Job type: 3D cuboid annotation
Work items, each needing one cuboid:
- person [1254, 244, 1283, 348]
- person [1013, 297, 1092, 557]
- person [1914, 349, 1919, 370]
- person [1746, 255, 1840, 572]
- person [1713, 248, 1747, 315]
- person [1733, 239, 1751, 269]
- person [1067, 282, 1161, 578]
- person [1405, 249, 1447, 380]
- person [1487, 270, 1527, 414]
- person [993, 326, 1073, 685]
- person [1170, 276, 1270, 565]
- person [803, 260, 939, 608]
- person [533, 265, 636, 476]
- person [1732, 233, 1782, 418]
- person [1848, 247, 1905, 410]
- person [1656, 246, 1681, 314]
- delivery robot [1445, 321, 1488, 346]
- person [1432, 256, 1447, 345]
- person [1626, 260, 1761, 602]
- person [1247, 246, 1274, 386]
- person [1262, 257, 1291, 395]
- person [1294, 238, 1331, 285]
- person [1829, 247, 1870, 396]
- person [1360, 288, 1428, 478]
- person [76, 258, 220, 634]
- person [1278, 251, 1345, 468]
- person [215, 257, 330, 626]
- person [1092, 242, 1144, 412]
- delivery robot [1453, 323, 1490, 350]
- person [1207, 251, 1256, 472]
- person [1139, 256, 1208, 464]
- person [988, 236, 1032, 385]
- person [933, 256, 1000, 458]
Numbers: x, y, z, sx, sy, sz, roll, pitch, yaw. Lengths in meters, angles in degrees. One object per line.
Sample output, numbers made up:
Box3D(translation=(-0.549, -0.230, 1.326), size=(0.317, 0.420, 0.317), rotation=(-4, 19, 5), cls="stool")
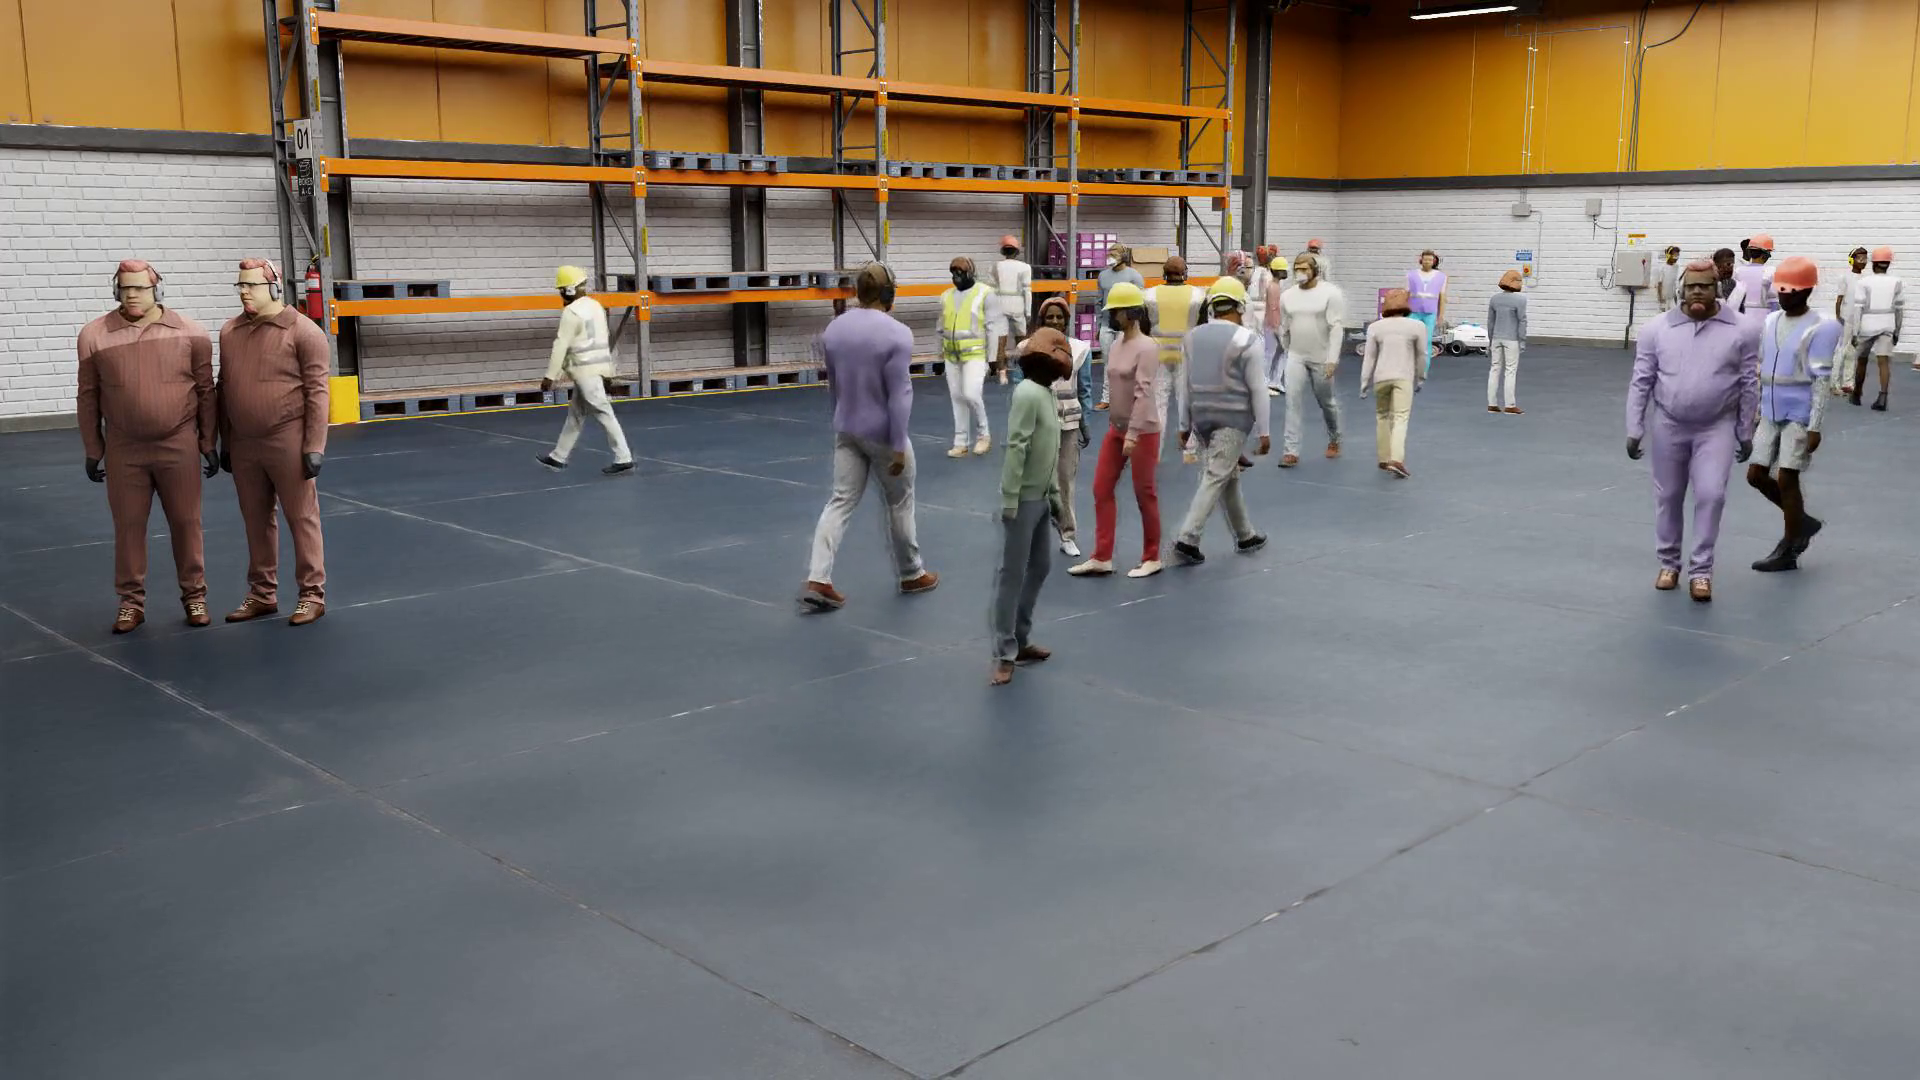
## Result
Box3D(translation=(5.481, -4.314, 29.538), size=(0.653, 1.868, 0.435), rotation=(9, 13, 39), cls="person")
Box3D(translation=(0.577, -0.705, 10.485), size=(0.511, 1.641, 0.307), rotation=(-1, 10, -8), cls="person")
Box3D(translation=(14.668, -3.386, 24.601), size=(0.561, 1.818, 0.959), rotation=(-9, 14, -40), cls="person")
Box3D(translation=(5.024, -0.753, 10.023), size=(0.546, 1.905, 0.586), rotation=(-4, 11, -19), cls="person")
Box3D(translation=(7.572, -1.981, 16.739), size=(0.598, 1.905, 0.505), rotation=(-2, 11, -11), cls="person")
Box3D(translation=(13.044, -4.032, 27.730), size=(0.369, 1.967, 0.601), rotation=(10, 14, 43), cls="person")
Box3D(translation=(0.972, -0.628, 9.780), size=(0.566, 1.744, 0.559), rotation=(-6, 12, -28), cls="person")
Box3D(translation=(6.510, -3.165, 23.372), size=(0.599, 1.830, 0.440), rotation=(3, 11, 14), cls="person")
Box3D(translation=(6.221, -2.250, 18.923), size=(0.287, 1.632, 0.501), rotation=(-7, 13, -34), cls="person")
Box3D(translation=(0.326, -0.166, 7.628), size=(0.321, 1.610, 0.635), rotation=(3, 11, 17), cls="person")
Box3D(translation=(1.629, -0.740, 10.336), size=(0.963, 1.783, 0.614), rotation=(-9, 14, -40), cls="person")
Box3D(translation=(-0.517, -0.575, 9.098), size=(0.647, 1.895, 1.003), rotation=(7, 13, 35), cls="person")
Box3D(translation=(-3.186, -1.414, 14.018), size=(0.961, 1.773, 0.611), rotation=(2, 11, 9), cls="person")
Box3D(translation=(8.748, -2.346, 18.327), size=(0.378, 2.045, 0.605), rotation=(-8, 13, -38), cls="person")
Box3D(translation=(10.742, -2.479, 19.487), size=(0.559, 1.890, 1.014), rotation=(2, 11, 13), cls="person")
Box3D(translation=(12.031, -4.069, 28.288), size=(0.560, 1.833, 0.457), rotation=(-5, 12, -27), cls="person")
Box3D(translation=(8.610, -3.488, 28.365), size=(0.707, 0.478, 0.477), rotation=(-1, 10, -8), cls="delivery robot")
Box3D(translation=(8.574, -4.290, 29.910), size=(0.546, 1.683, 0.538), rotation=(-2, 11, -8), cls="person")
Box3D(translation=(4.059, -0.602, 9.266), size=(0.669, 1.878, 0.796), rotation=(5, 12, 27), cls="person")
Box3D(translation=(3.997, -2.930, 21.955), size=(0.355, 1.883, 0.575), rotation=(-4, 11, -22), cls="person")
Box3D(translation=(4.030, -2.693, 21.005), size=(0.512, 1.747, 0.557), rotation=(4, 11, 20), cls="person")
Box3D(translation=(6.145, -4.286, 29.093), size=(0.688, 1.974, 0.548), rotation=(5, 11, 25), cls="person")
Box3D(translation=(11.312, -2.762, 21.072), size=(0.535, 1.869, 0.314), rotation=(-4, 11, -20), cls="person")
Box3D(translation=(3.657, -1.338, 14.087), size=(0.519, 1.585, 0.774), rotation=(4, 11, 22), cls="person")
Box3D(translation=(-4.143, -0.477, 8.520), size=(0.651, 1.904, 0.403), rotation=(-4, 11, -22), cls="person")
Box3D(translation=(3.134, -1.609, 14.762), size=(0.638, 1.897, 1.034), rotation=(7, 12, 32), cls="person")
Box3D(translation=(-3.597, -0.506, 8.671), size=(0.643, 1.909, 0.410), rotation=(3, 11, 14), cls="person")
Box3D(translation=(1.796, -2.416, 18.999), size=(0.632, 1.939, 0.368), rotation=(9, 13, 39), cls="person")
Box3D(translation=(8.615, -3.380, 27.776), size=(0.707, 0.478, 0.477), rotation=(7, 12, 33), cls="delivery robot")
Box3D(translation=(2.403, -1.513, 14.210), size=(0.633, 1.884, 0.684), rotation=(-2, 11, -11), cls="person")
Box3D(translation=(1.894, -1.589, 14.758), size=(0.636, 1.840, 0.429), rotation=(1, 10, 8), cls="person")
Box3D(translation=(0.723, -3.146, 22.800), size=(0.643, 2.006, 0.917), rotation=(3, 11, 15), cls="person")
Box3D(translation=(0.043, -1.657, 15.152), size=(0.660, 1.832, 0.442), rotation=(7, 13, 35), cls="person")
